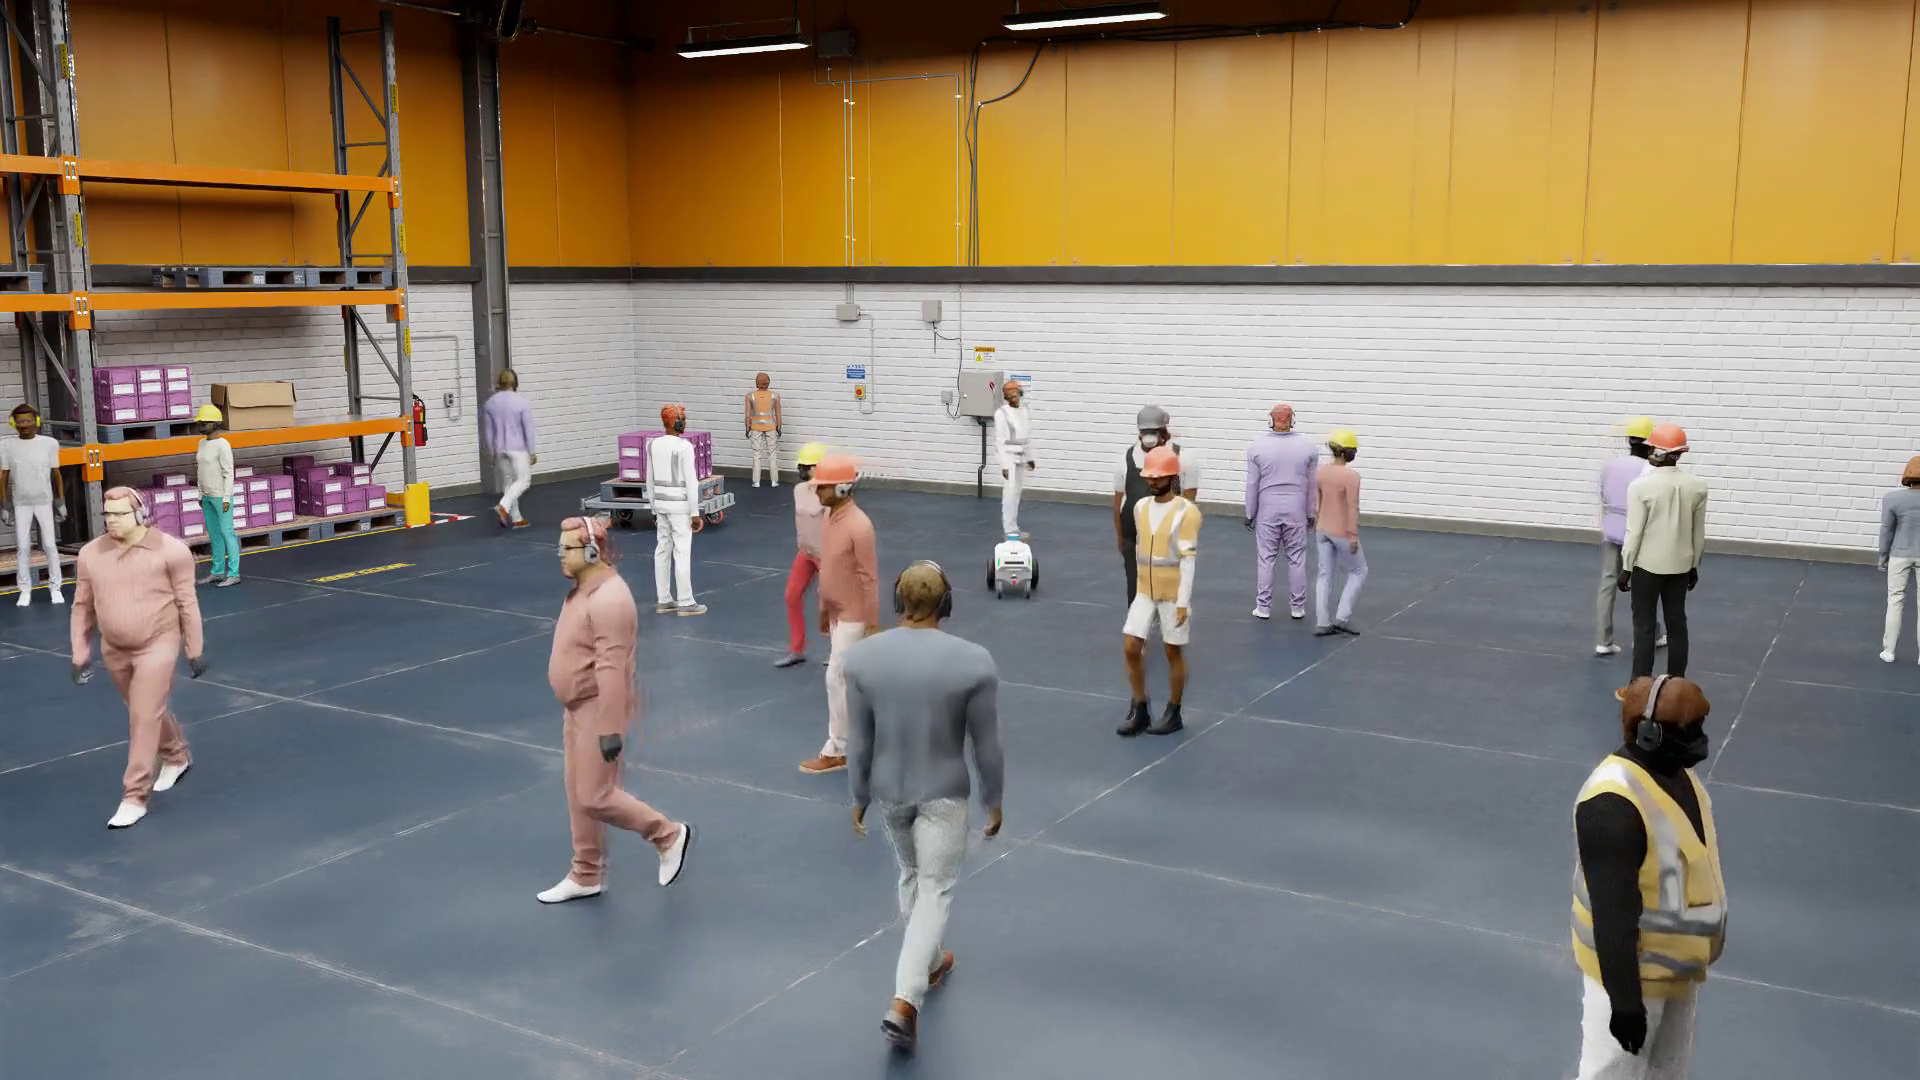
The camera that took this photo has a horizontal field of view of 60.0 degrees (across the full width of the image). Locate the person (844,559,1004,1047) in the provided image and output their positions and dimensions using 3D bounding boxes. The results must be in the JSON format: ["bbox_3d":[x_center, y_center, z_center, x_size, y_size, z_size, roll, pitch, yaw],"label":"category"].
[{"bbox_3d":[-0.160,1.025,6.678,0.643,1.904,0.959,3,9,16],"label":"person"}]

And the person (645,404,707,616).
[{"bbox_3d":[-2.532,-0.266,14.771,0.572,1.883,0.358,7,11,37],"label":"person"}]

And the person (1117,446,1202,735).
[{"bbox_3d":[1.276,0.354,10.789,0.555,1.914,0.656,8,12,40],"label":"person"}]

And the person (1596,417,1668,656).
[{"bbox_3d":[5.403,-0.035,13.284,0.890,1.888,0.599,-7,11,-37],"label":"person"}]

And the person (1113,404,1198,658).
[{"bbox_3d":[1.559,-0.112,13.322,0.681,2.000,0.791,2,9,11],"label":"person"}]

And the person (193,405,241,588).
[{"bbox_3d":[-7.229,-0.427,16.133,0.526,1.772,0.308,6,11,35],"label":"person"}]

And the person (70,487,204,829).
[{"bbox_3d":[-4.662,0.608,9.436,0.662,1.859,1.004,1,9,4],"label":"person"}]

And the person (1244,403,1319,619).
[{"bbox_3d":[2.811,-0.245,14.588,0.639,1.904,0.407,0,9,3],"label":"person"}]

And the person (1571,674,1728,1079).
[{"bbox_3d":[2.110,1.308,5.114,0.429,1.843,0.633,8,12,42],"label":"person"}]

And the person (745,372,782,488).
[{"bbox_3d":[-2.780,-1.547,23.524,0.524,1.639,0.308,-2,9,-10],"label":"person"}]

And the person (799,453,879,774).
[{"bbox_3d":[-0.598,0.429,10.225,0.837,1.967,0.631,-4,10,-24],"label":"person"}]

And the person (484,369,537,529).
[{"bbox_3d":[-5.307,-1.047,19.524,0.641,1.922,0.692,4,10,23],"label":"person"}]

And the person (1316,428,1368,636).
[{"bbox_3d":[3.192,-0.058,13.864,0.481,1.747,0.553,-5,10,-27],"label":"person"}]

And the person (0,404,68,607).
[{"bbox_3d":[-8.470,-0.322,15.204,0.527,1.860,0.321,-4,10,-26],"label":"person"}]

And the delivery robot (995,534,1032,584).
[{"bbox_3d":[0.505,0.186,15.794,0.477,0.478,0.707,0,9,0],"label":"delivery robot"}]

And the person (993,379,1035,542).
[{"bbox_3d":[0.580,-0.893,18.772,0.410,1.857,0.642,7,12,38],"label":"person"}]

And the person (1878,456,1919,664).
[{"bbox_3d":[7.409,0.155,12.921,0.497,1.633,0.289,5,10,28],"label":"person"}]

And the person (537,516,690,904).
[{"bbox_3d":[-1.702,0.816,7.989,0.642,1.890,0.661,-4,10,-26],"label":"person"}]

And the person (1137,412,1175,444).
[{"bbox_3d":[2.013,-0.506,17.020,0.311,1.642,0.512,-8,12,-42],"label":"person"}]

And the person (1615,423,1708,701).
[{"bbox_3d":[4.914,0.174,11.668,0.622,1.996,0.369,-2,9,-11],"label":"person"}]

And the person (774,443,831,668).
[{"bbox_3d":[-1.141,0.131,12.716,0.553,1.736,0.749,9,13,43],"label":"person"}]
